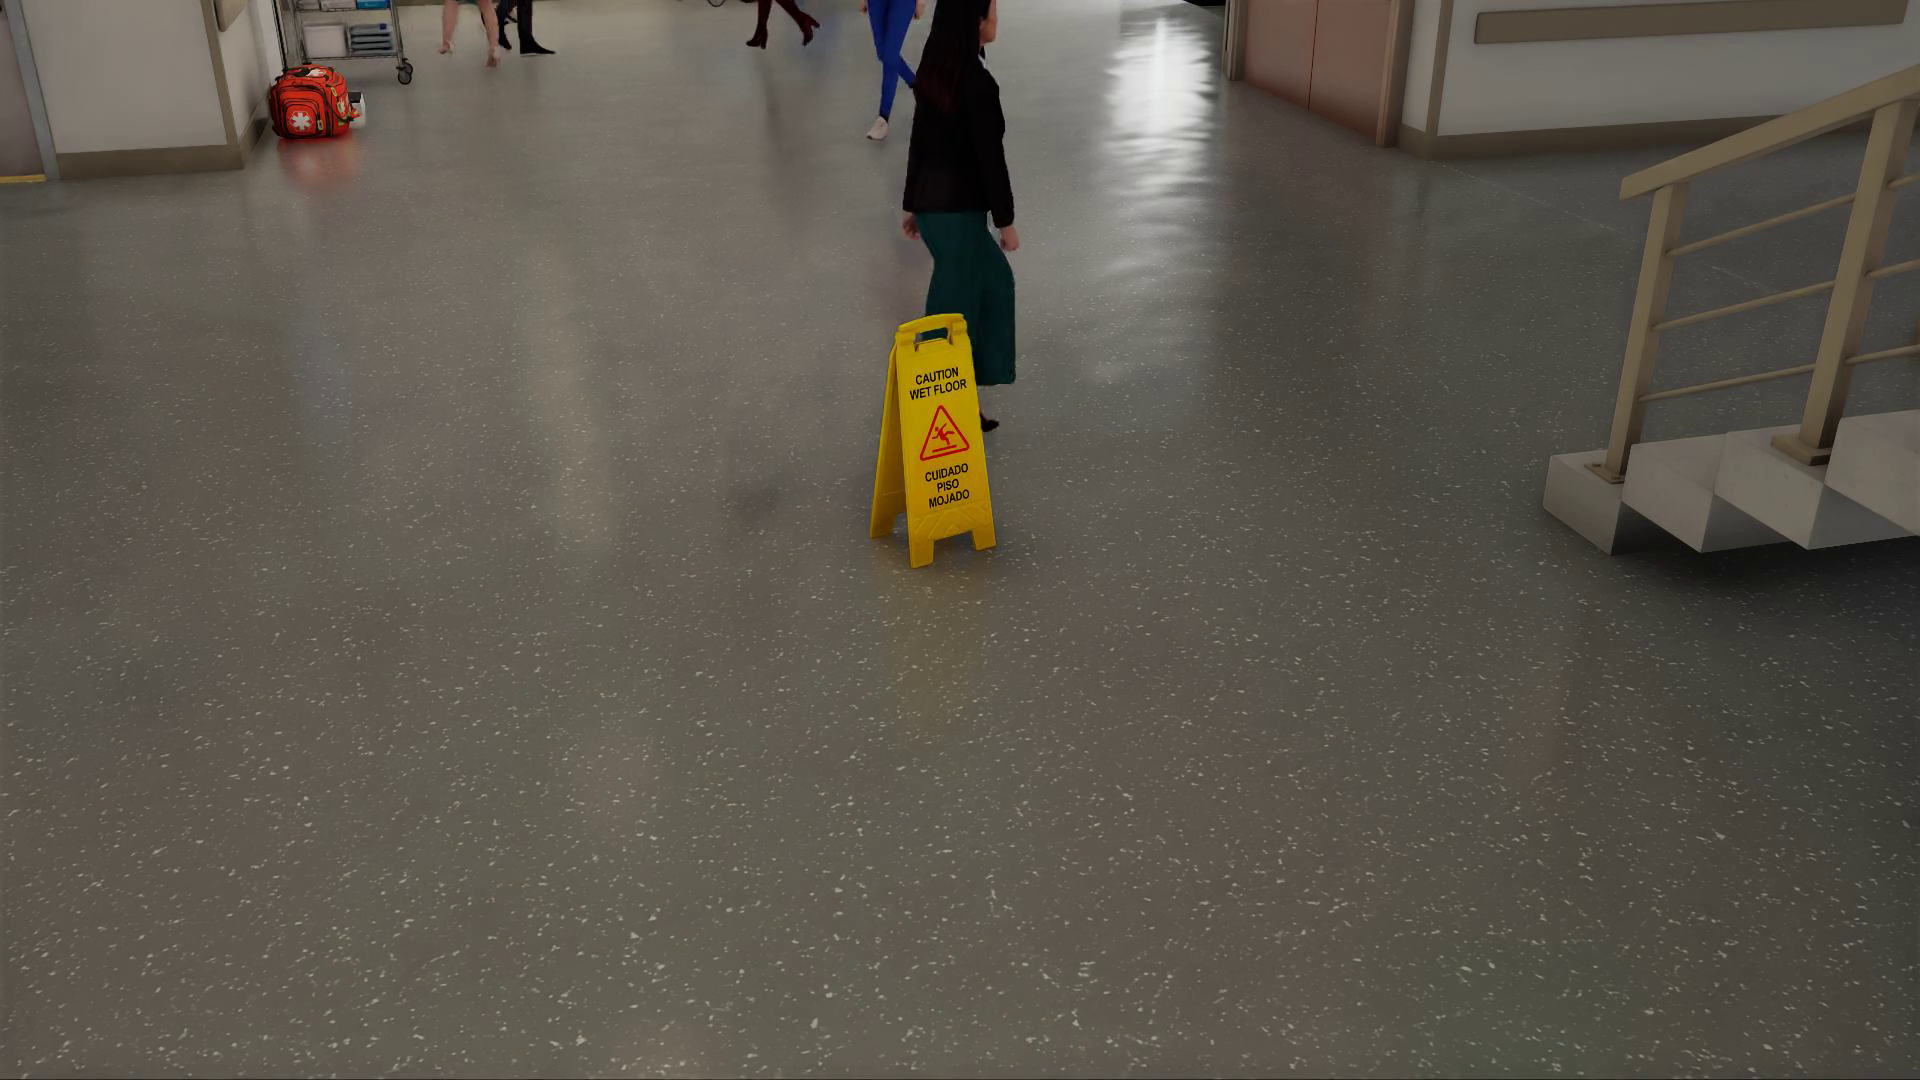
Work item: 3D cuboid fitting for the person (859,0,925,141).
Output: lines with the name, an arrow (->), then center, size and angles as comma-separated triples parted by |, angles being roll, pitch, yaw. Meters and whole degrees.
person -> -0.407, -3.549, 10.945 | 1.076, 1.739, 1.181 | 12, 28, 24

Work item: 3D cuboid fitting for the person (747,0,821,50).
person -> -1.525, -4.901, 13.819 | 1.149, 1.678, 1.030 | 15, 30, 28

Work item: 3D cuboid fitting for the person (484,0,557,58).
person -> -3.714, -4.912, 13.530 | 0.895, 1.950, 0.833 | 0, 26, 1

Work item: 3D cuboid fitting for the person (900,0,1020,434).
person -> -0.091, -1.050, 5.789 | 0.811, 1.718, 0.770 | -15, 30, -29

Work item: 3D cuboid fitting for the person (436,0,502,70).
person -> -3.837, -4.535, 13.098 | 1.072, 1.646, 0.900 | 21, 33, 37
